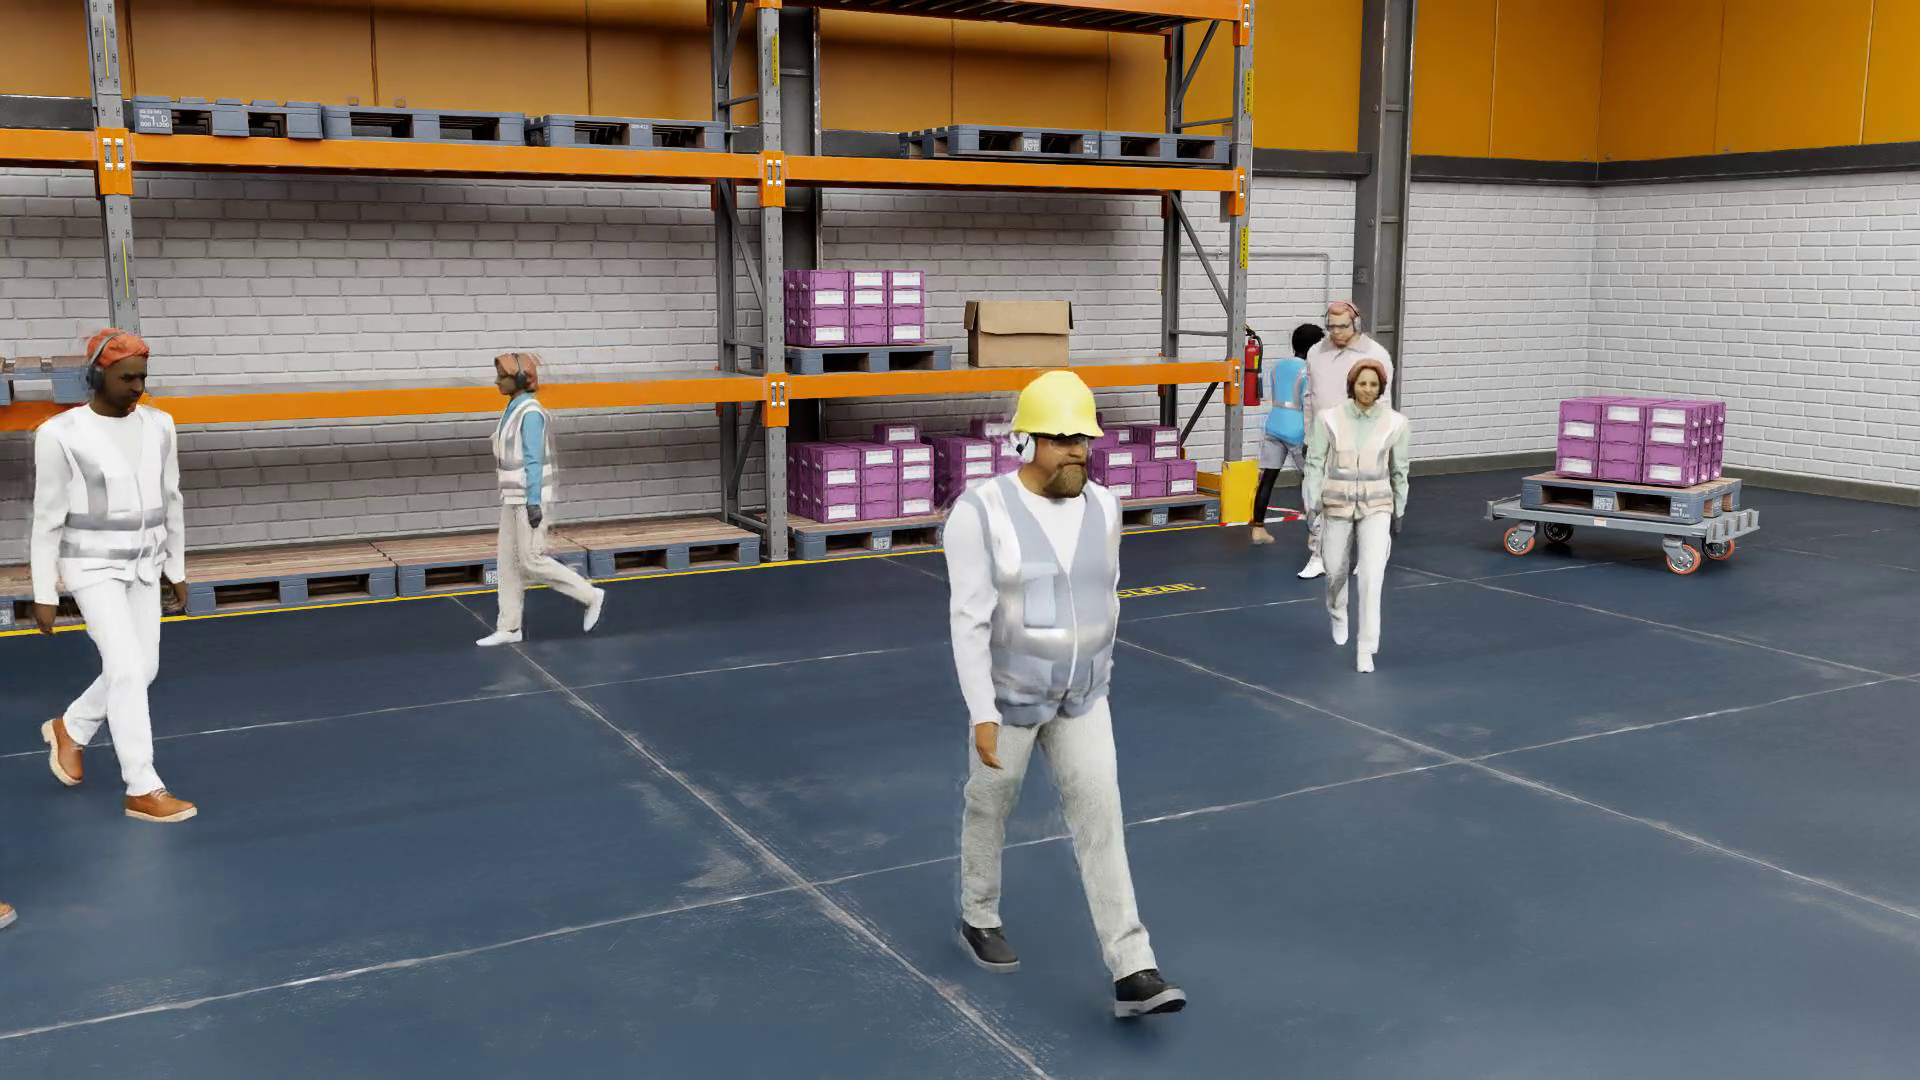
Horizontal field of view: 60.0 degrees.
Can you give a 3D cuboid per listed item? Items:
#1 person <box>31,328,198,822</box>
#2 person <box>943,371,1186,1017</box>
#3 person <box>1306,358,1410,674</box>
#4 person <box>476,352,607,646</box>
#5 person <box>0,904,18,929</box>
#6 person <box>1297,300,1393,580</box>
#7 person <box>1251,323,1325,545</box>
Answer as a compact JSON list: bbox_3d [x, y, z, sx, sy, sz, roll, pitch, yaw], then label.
[{"bbox_3d":[-3.268,0.121,6.310,0.784,1.858,0.597,4,10,22],"label":"person"},{"bbox_3d":[0.254,0.429,4.637,0.597,1.780,0.933,-4,10,-25],"label":"person"},{"bbox_3d":[2.093,-0.161,8.764,0.517,1.609,0.750,3,10,16],"label":"person"},{"bbox_3d":[-2.322,-0.221,9.112,0.635,1.621,0.522,-5,11,-29],"label":"person"},{"bbox_3d":[-3.511,0.296,5.154,1.010,1.901,0.643,1,9,6],"label":"person"},{"bbox_3d":[2.518,-0.657,11.049,0.703,1.850,0.830,8,12,40],"label":"person"},{"bbox_3d":[2.522,-0.782,12.401,0.821,1.645,0.590,-5,11,-30],"label":"person"}]
